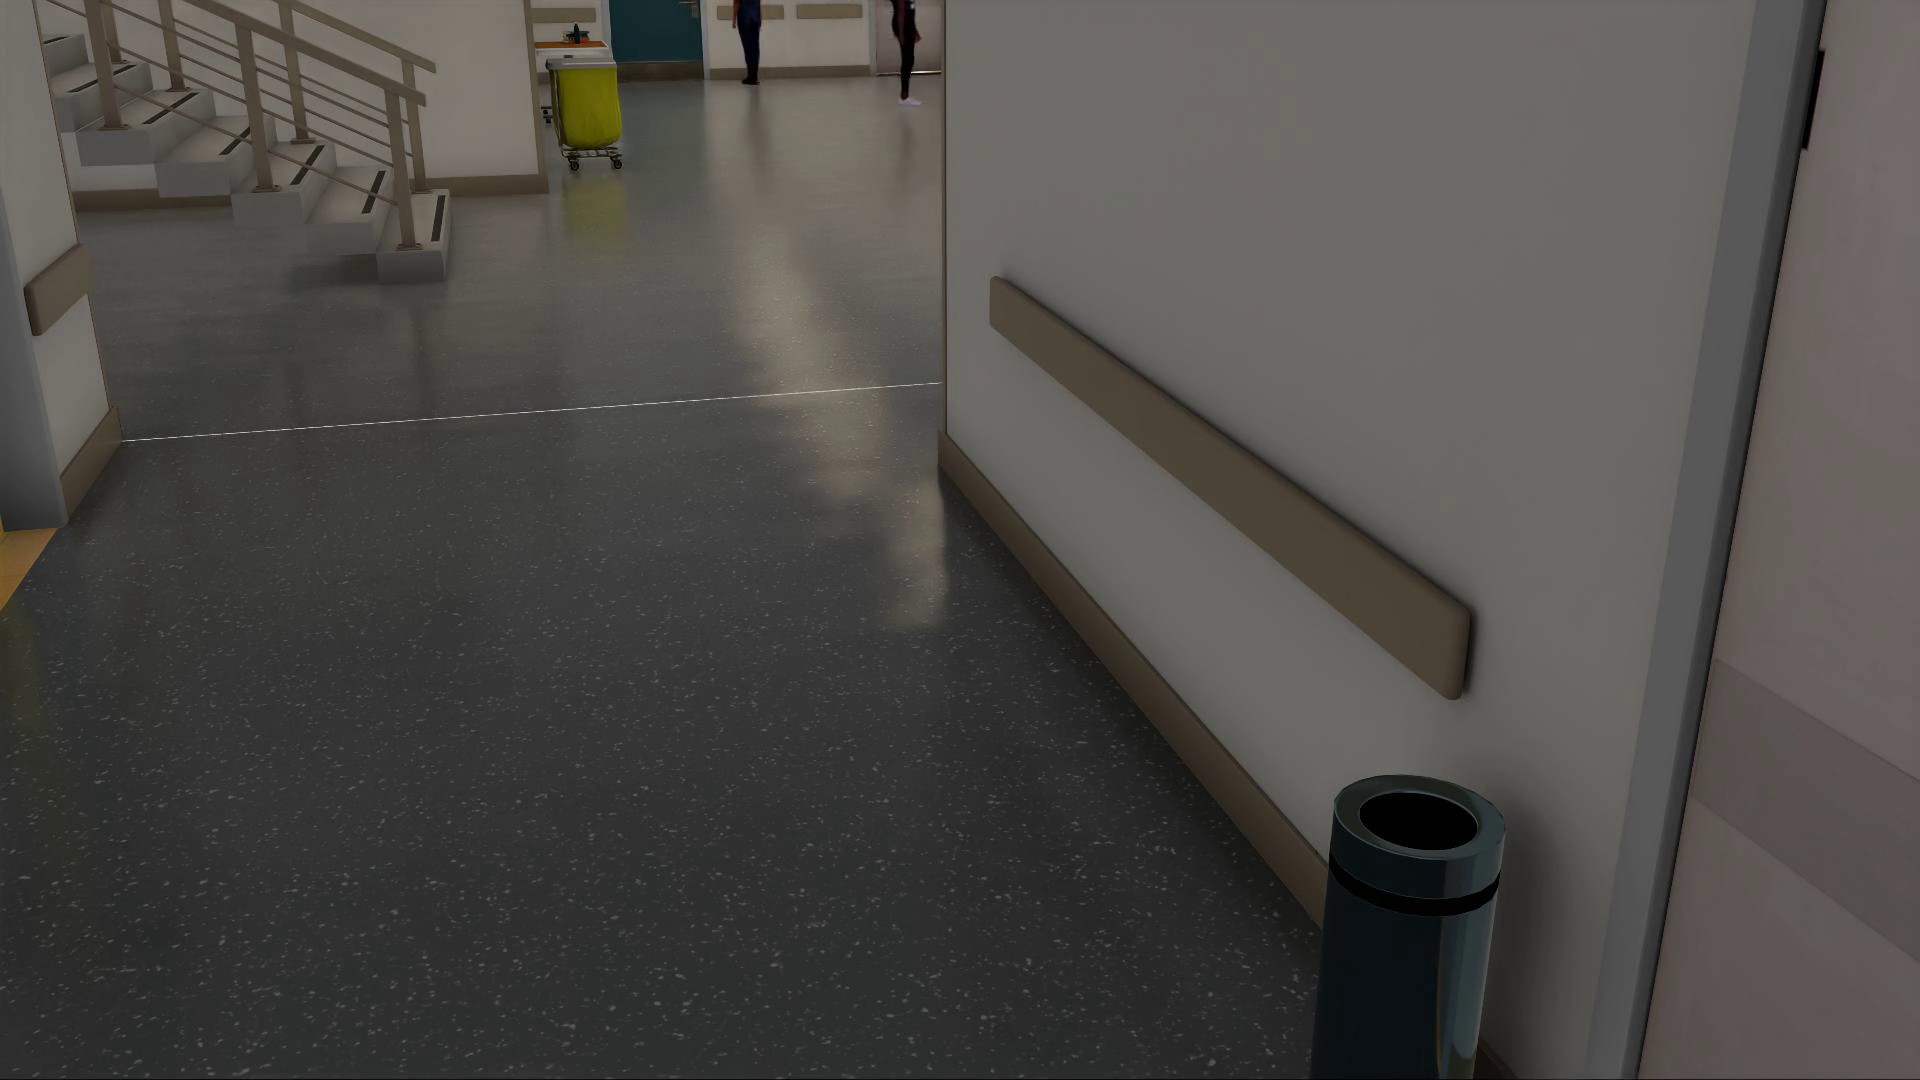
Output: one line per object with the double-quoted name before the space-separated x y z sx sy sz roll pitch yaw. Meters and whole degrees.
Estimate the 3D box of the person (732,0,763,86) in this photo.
"person" -2.837 -7.042 22.428 0.729 1.738 0.776 -17 27 -38

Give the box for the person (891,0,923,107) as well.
"person" -0.716 -6.127 20.028 0.740 1.726 0.743 2 21 5
